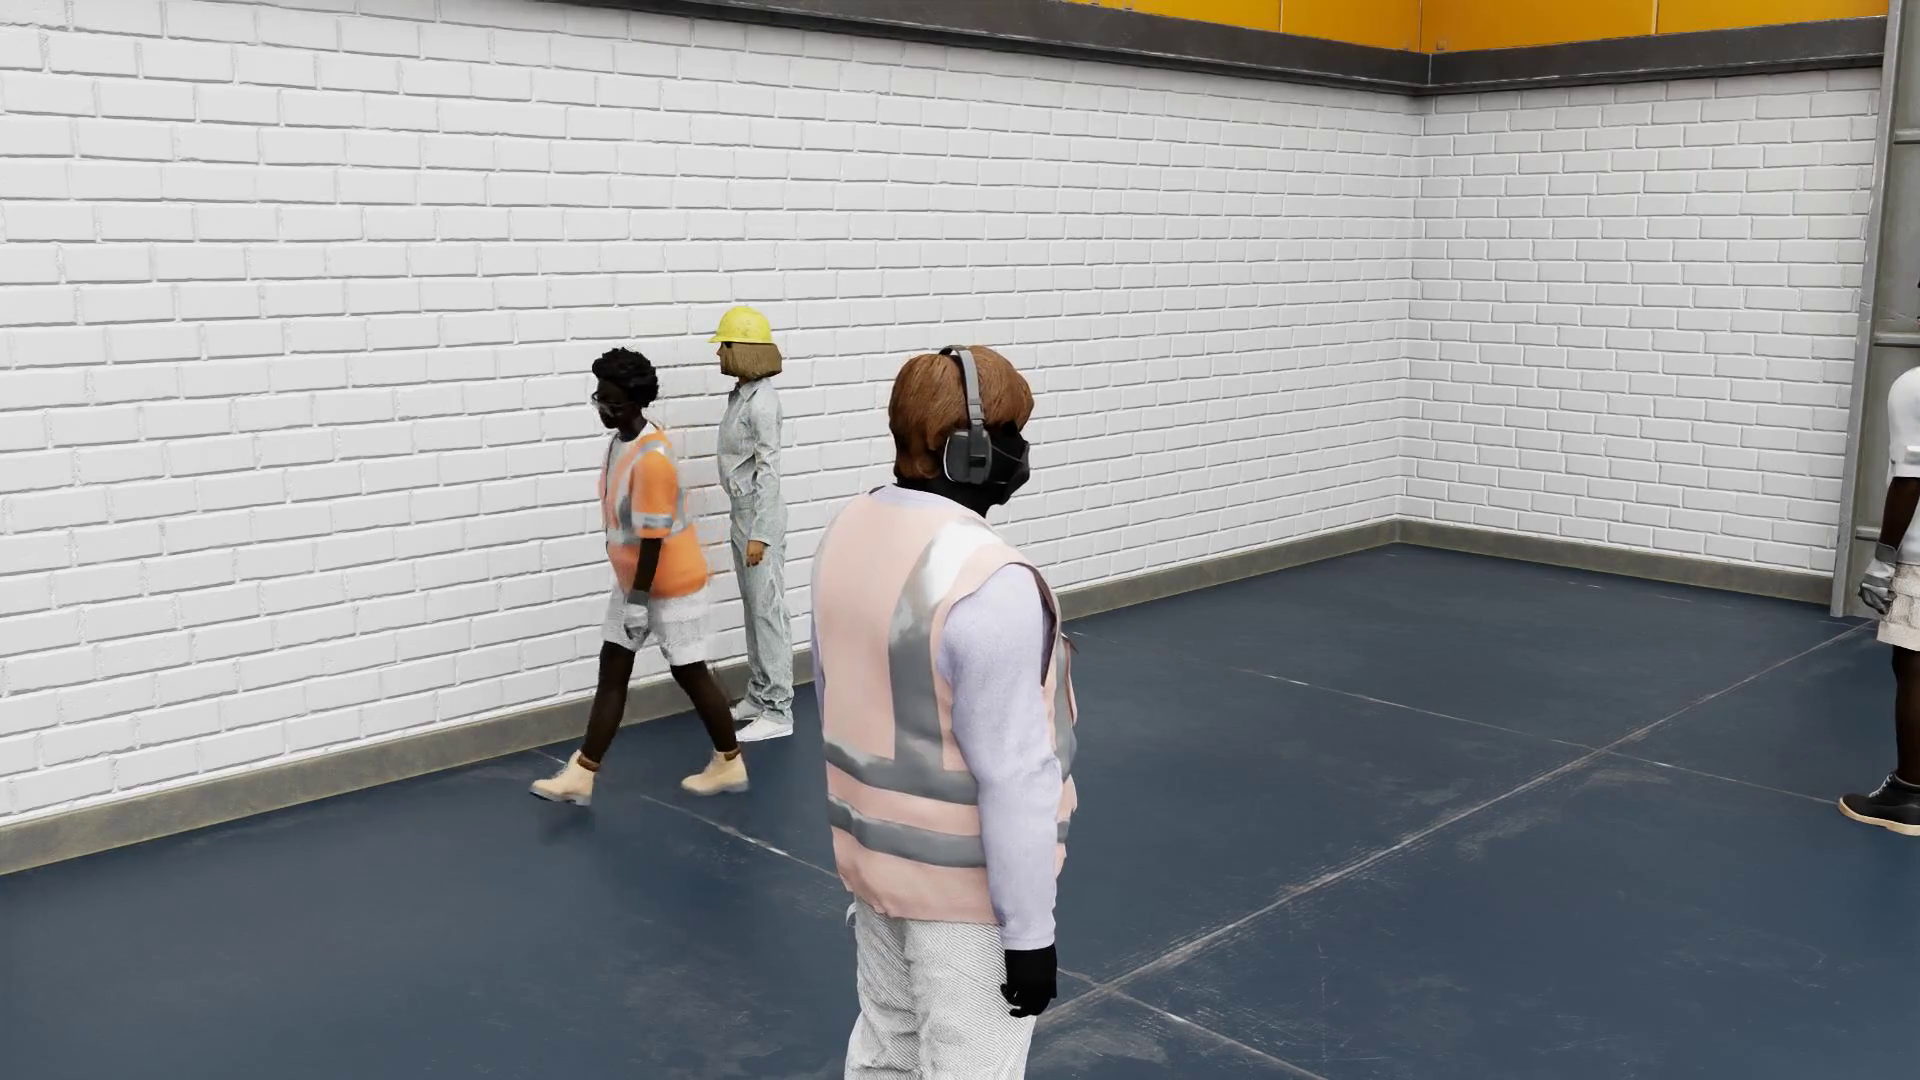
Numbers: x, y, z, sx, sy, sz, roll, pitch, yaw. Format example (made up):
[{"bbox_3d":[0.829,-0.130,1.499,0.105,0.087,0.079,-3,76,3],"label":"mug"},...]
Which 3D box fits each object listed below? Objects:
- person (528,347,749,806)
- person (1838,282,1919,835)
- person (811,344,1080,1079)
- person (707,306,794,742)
[{"bbox_3d":[-1.131,0.148,5.792,0.836,1.640,0.579,-6,12,-28],"label":"person"},{"bbox_3d":[3.324,0.025,5.626,0.603,1.961,0.368,-4,11,-19],"label":"person"},{"bbox_3d":[-0.009,0.583,2.910,0.429,1.842,0.635,-6,12,-30],"label":"person"},{"bbox_3d":[-0.849,-0.063,6.699,0.298,1.744,0.484,-3,11,-17],"label":"person"}]
